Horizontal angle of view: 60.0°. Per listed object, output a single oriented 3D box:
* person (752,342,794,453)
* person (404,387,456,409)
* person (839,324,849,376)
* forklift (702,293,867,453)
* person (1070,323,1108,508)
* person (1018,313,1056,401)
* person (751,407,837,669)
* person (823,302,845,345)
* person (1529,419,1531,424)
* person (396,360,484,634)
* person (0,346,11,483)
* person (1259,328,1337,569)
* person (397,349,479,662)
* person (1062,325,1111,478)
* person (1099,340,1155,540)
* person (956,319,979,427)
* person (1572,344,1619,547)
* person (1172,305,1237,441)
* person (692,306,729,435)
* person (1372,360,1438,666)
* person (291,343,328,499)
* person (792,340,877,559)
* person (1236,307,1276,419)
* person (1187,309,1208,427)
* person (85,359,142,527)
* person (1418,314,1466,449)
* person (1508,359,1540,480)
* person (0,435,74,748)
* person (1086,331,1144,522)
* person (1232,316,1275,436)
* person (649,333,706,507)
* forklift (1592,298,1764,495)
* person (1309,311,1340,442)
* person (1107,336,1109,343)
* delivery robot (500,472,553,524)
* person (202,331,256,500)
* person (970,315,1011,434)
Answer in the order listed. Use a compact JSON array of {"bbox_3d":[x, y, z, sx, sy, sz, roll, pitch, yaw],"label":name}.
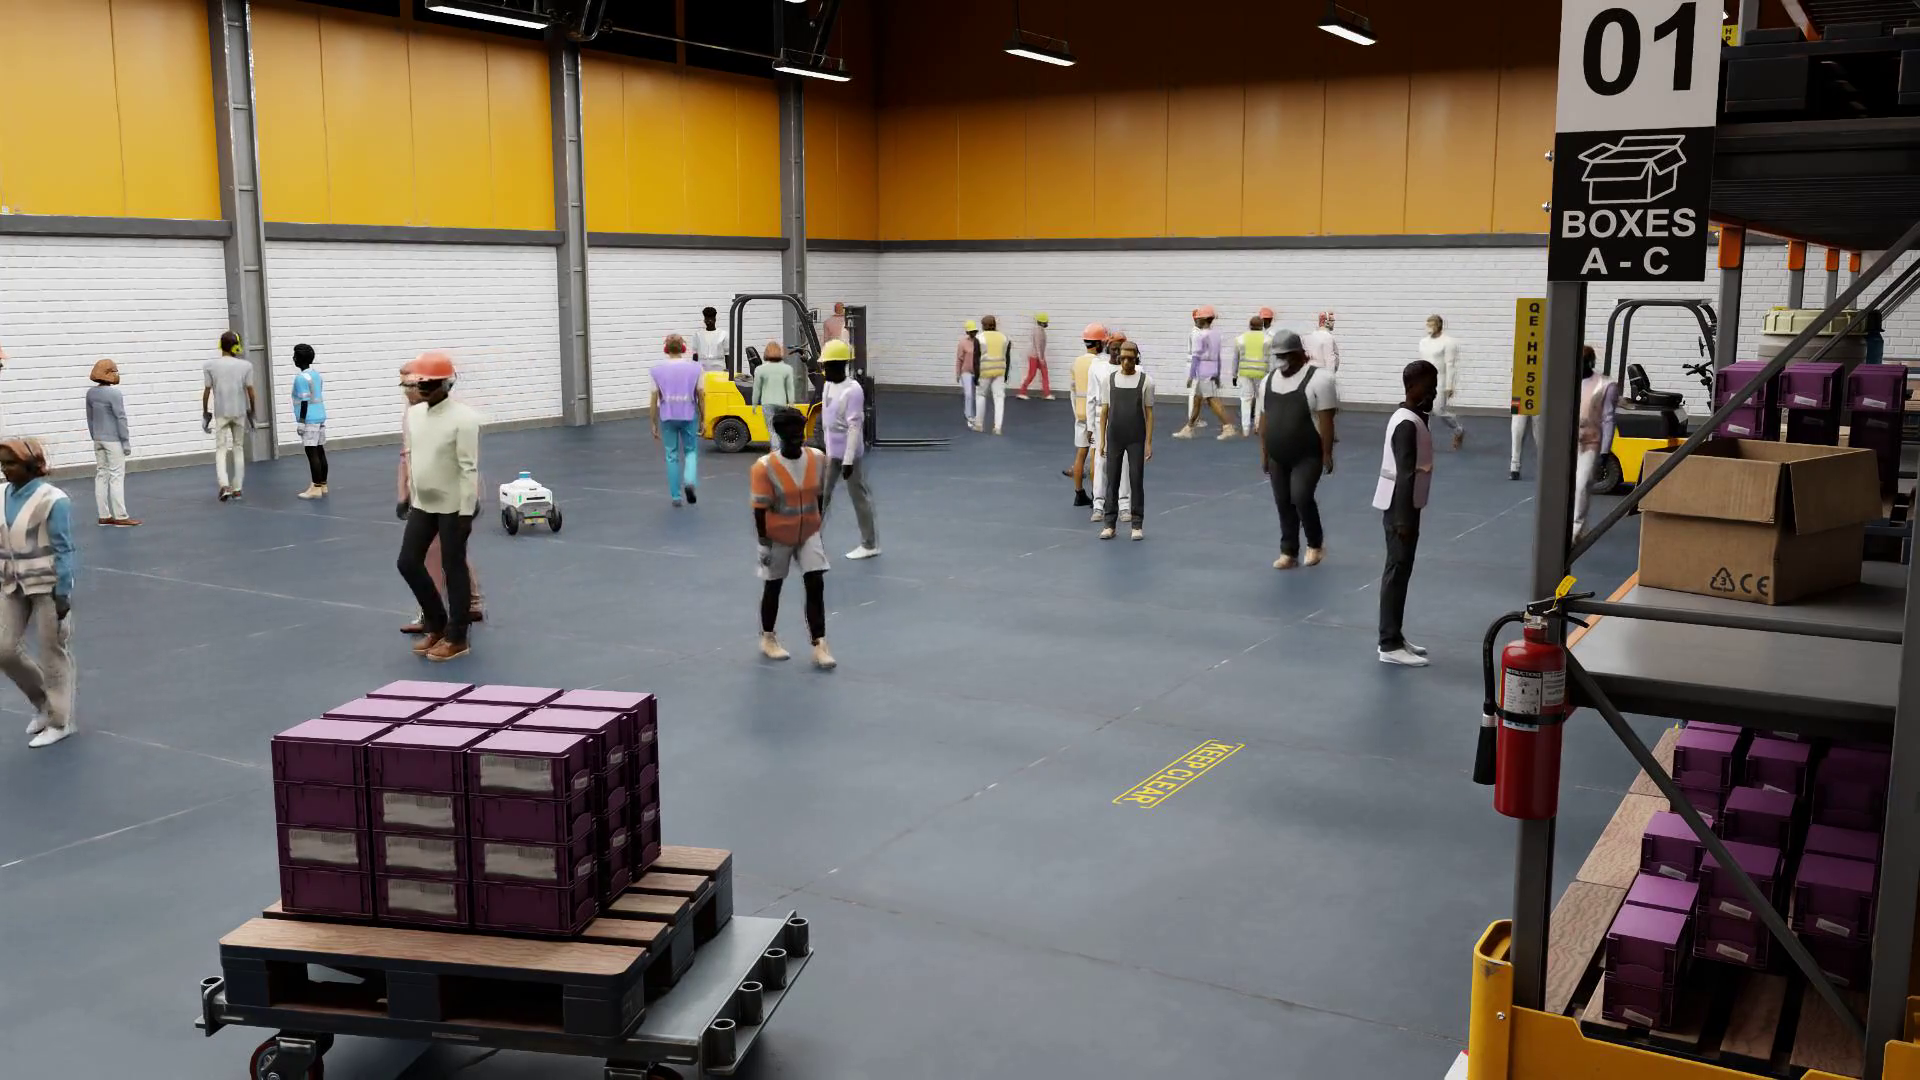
[{"bbox_3d":[-2.372,-1.705,21.062,0.515,1.582,0.847,-4,10,-22],"label":"person"},{"bbox_3d":[-5.229,-0.996,16.497,0.500,1.636,0.280,-2,9,-12],"label":"person"},{"bbox_3d":[-1.967,-3.206,29.538,0.497,1.877,0.676,3,10,20],"label":"person"},{"bbox_3d":[-2.458,-2.344,23.176,2.313,2.155,1.214,0,9,-2],"label":"forklift"},{"bbox_3d":[1.397,-1.301,17.457,0.363,1.939,0.542,-7,11,-36],"label":"person"},{"bbox_3d":[1.489,-3.552,32.228,0.762,1.705,0.539,5,10,27],"label":"person"},{"bbox_3d":[-1.039,-0.012,10.328,0.558,1.634,0.804,-5,11,-30],"label":"person"},{"bbox_3d":[-2.329,-3.673,32.366,0.642,1.909,0.409,0,9,-1],"label":"person"},{"bbox_3d":[9.430,-2.820,27.269,0.590,1.833,0.404,-2,9,-14],"label":"person"},{"bbox_3d":[-3.654,-0.297,11.424,0.665,1.859,0.805,9,13,44],"label":"person"},{"bbox_3d":[-7.050,-0.485,12.092,0.394,2.038,0.606,-4,10,-26],"label":"person"},{"bbox_3d":[2.749,-0.757,13.748,0.710,2.000,0.542,9,13,43],"label":"person"},{"bbox_3d":[-3.290,-0.209,10.492,0.652,1.981,0.468,5,11,30],"label":"person"},{"bbox_3d":[1.646,-1.665,19.998,1.017,1.847,0.668,-5,10,-28],"label":"person"},{"bbox_3d":[1.533,-0.915,15.346,0.505,1.846,0.346,2,9,13],"label":"person"},{"bbox_3d":[0.151,-2.692,26.778,0.562,1.730,0.697,-5,10,-28],"label":"person"},{"bbox_3d":[5.563,-0.850,14.977,0.651,1.829,0.445,7,12,38],"label":"person"},{"bbox_3d":[3.641,-2.446,24.467,1.071,1.997,0.617,6,11,33],"label":"person"},{"bbox_3d":[-3.773,-2.555,25.219,0.603,1.959,0.376,1,9,5],"label":"person"},{"bbox_3d":[2.817,-0.181,10.541,0.394,1.916,0.590,3,9,16],"label":"person"},{"bbox_3d":[-7.119,-1.300,18.199,0.322,1.697,0.530,0,9,-2],"label":"person"},{"bbox_3d":[-1.094,-0.739,14.093,0.959,1.882,0.617,-6,11,-34],"label":"person"},{"bbox_3d":[5.232,-2.979,28.097,0.991,1.901,0.555,1,9,4],"label":"person"},{"bbox_3d":[3.825,-2.759,26.735,0.352,1.883,0.580,1,9,8],"label":"person"},{"bbox_3d":[-8.249,-0.939,16.153,0.497,1.632,0.279,5,10,27],"label":"person"},{"bbox_3d":[6.545,-2.128,22.715,0.787,1.915,0.634,-5,11,-30],"label":"person"},{"bbox_3d":[6.868,-1.631,19.962,0.594,1.802,0.859,6,11,33],"label":"person"},{"bbox_3d":[-4.809,0.269,8.613,0.544,1.623,0.371,2,9,15],"label":"person"},{"bbox_3d":[1.534,-1.118,16.483,0.572,1.886,0.356,0,9,2],"label":"person"},{"bbox_3d":[4.475,-2.500,25.335,0.664,1.807,0.780,3,9,15],"label":"person"},{"bbox_3d":[-2.964,-1.255,17.480,0.589,1.835,0.436,-2,9,-12],"label":"person"},{"bbox_3d":[7.954,-1.589,18.462,2.313,2.155,1.214,5,11,30],"label":"forklift"},{"bbox_3d":[5.349,-2.392,24.369,0.409,1.909,0.643,-2,9,-12],"label":"person"},{"bbox_3d":[2.003,-1.918,22.284,0.322,1.630,0.522,3,10,17],"label":"person"},{"bbox_3d":[-4.154,-0.409,15.904,0.477,0.478,0.707,-5,11,-30],"label":"delivery robot"},{"bbox_3d":[-7.936,-1.346,18.041,0.550,1.846,0.476,-4,10,-26],"label":"person"},{"bbox_3d":[0.445,-2.549,25.637,0.655,1.809,0.829,-3,10,-19],"label":"person"}]
